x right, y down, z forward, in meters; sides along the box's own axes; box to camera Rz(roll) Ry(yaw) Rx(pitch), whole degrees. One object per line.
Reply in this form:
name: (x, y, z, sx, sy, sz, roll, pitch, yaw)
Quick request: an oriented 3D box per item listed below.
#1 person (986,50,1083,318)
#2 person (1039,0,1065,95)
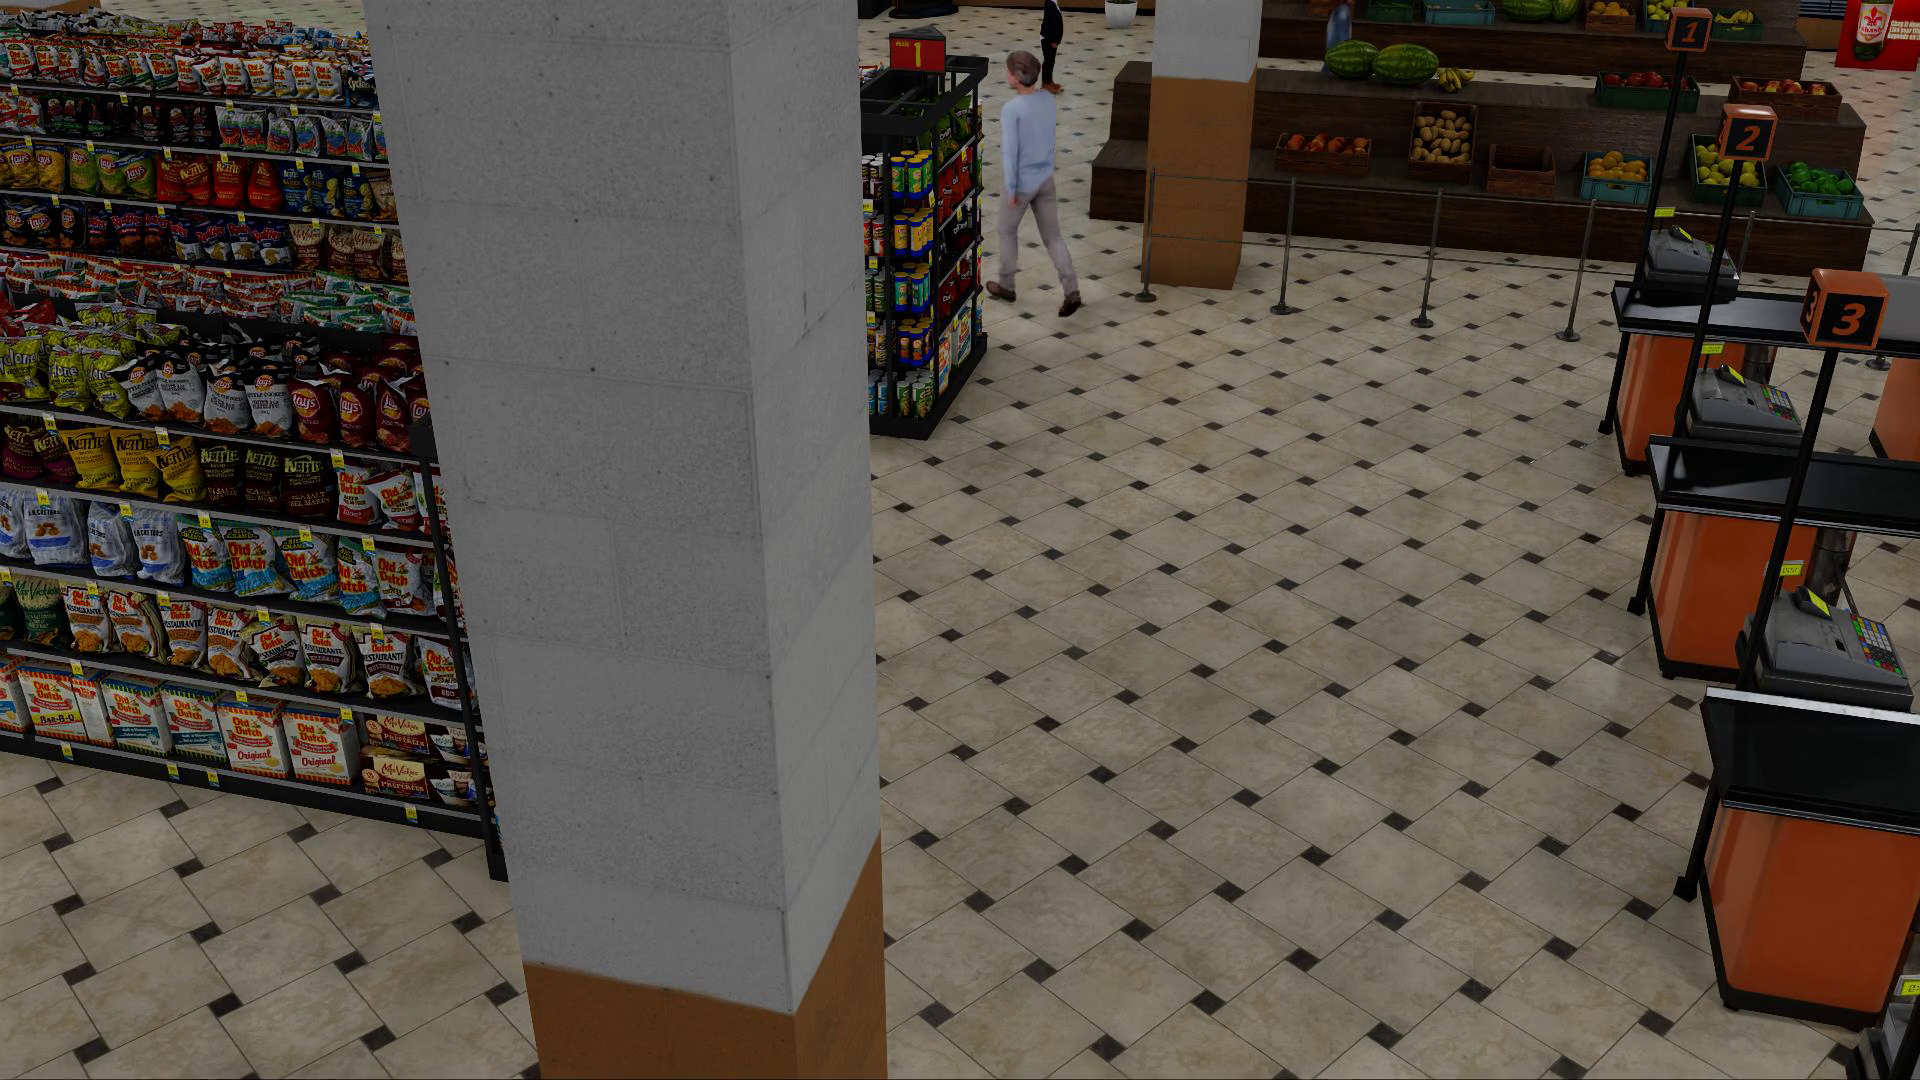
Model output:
person: (0.560, -2.451, 11.675, 1.193, 1.847, 1.303, -17, 33, -28)
person: (0.964, -5.397, 17.719, 0.586, 1.227, 0.570, -3, 29, -6)
